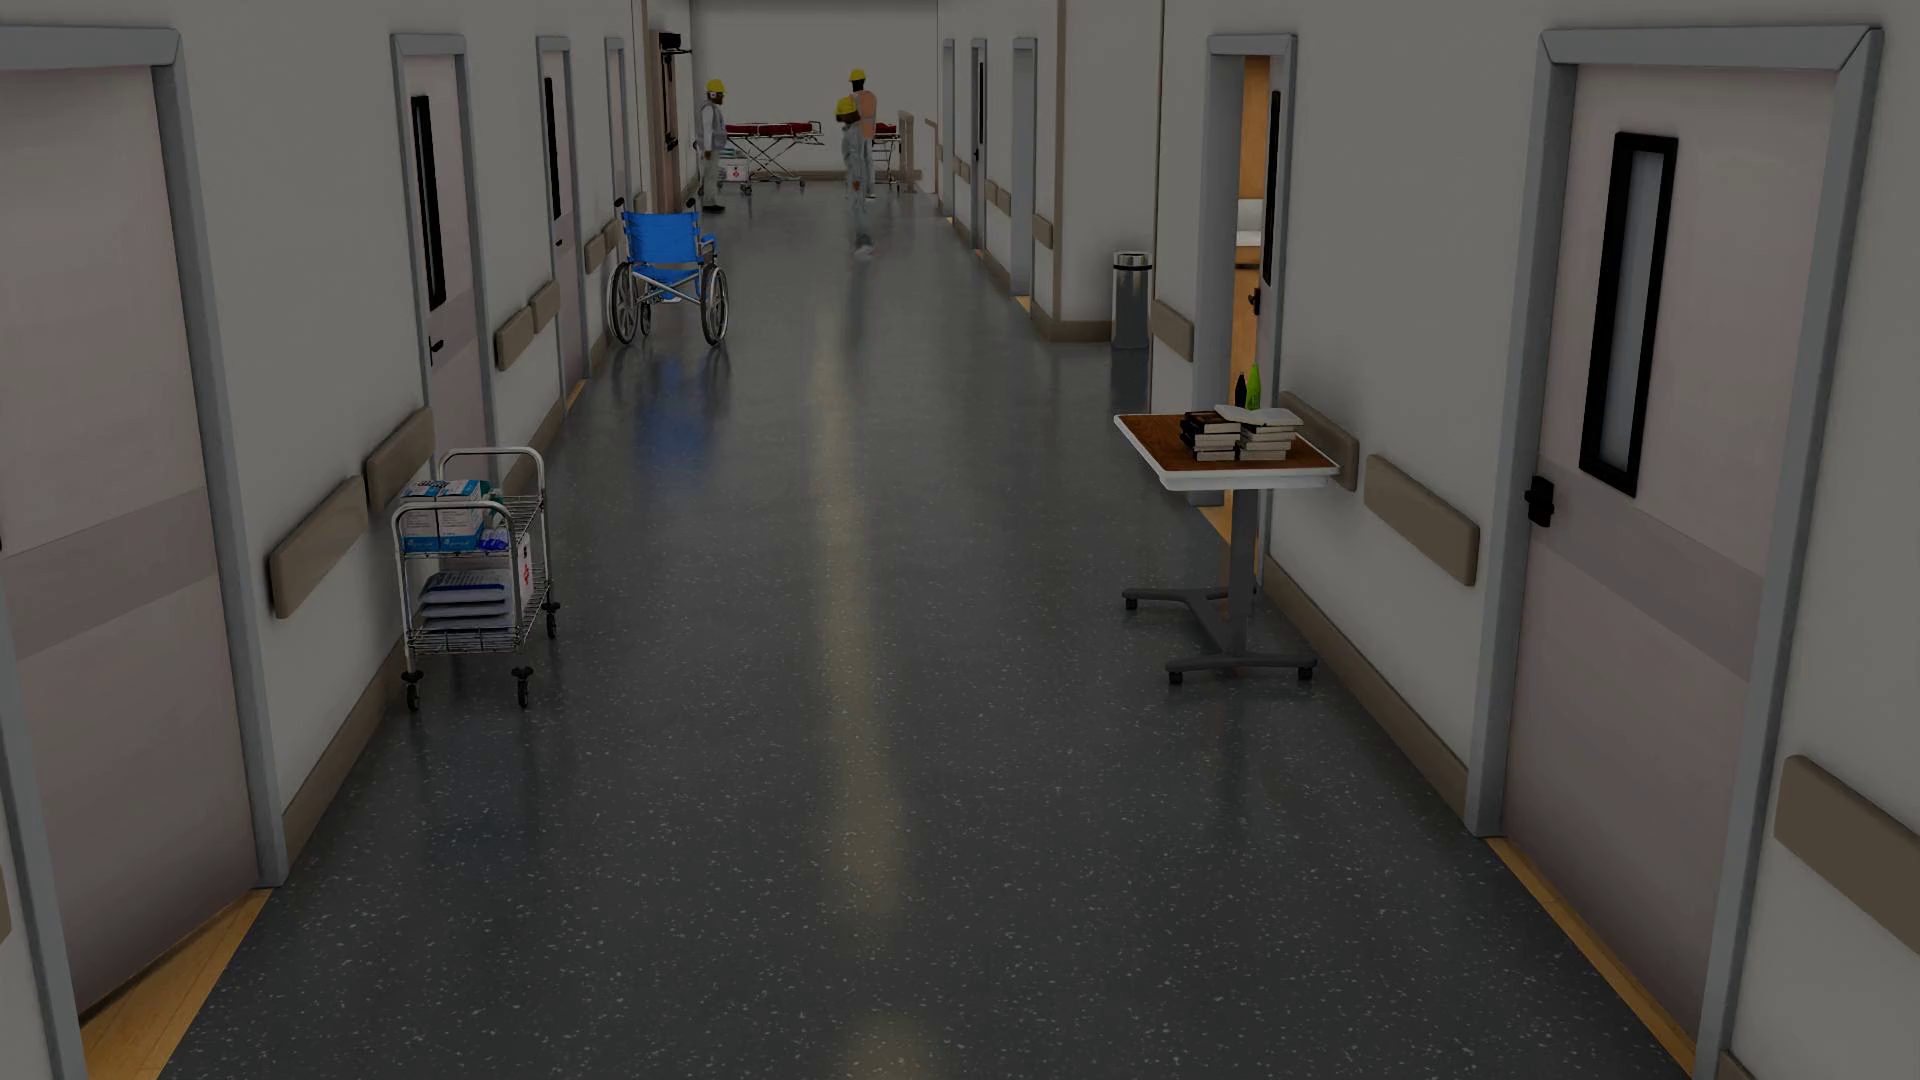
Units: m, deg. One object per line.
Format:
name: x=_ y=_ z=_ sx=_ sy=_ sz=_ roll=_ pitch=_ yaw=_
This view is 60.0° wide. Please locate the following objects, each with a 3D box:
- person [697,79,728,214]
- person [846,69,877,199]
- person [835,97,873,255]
person: x=-3.413 y=-5.443 z=23.032 sx=0.414 sy=1.818 sz=0.646 roll=0 pitch=17 yaw=0
person: x=-1.505 y=-6.119 z=25.114 sx=0.397 sy=1.920 sz=0.586 roll=14 pitch=22 yaw=39
person: x=-1.181 y=-4.054 z=18.562 sx=0.393 sy=1.723 sz=0.619 roll=0 pitch=17 yaw=-1
